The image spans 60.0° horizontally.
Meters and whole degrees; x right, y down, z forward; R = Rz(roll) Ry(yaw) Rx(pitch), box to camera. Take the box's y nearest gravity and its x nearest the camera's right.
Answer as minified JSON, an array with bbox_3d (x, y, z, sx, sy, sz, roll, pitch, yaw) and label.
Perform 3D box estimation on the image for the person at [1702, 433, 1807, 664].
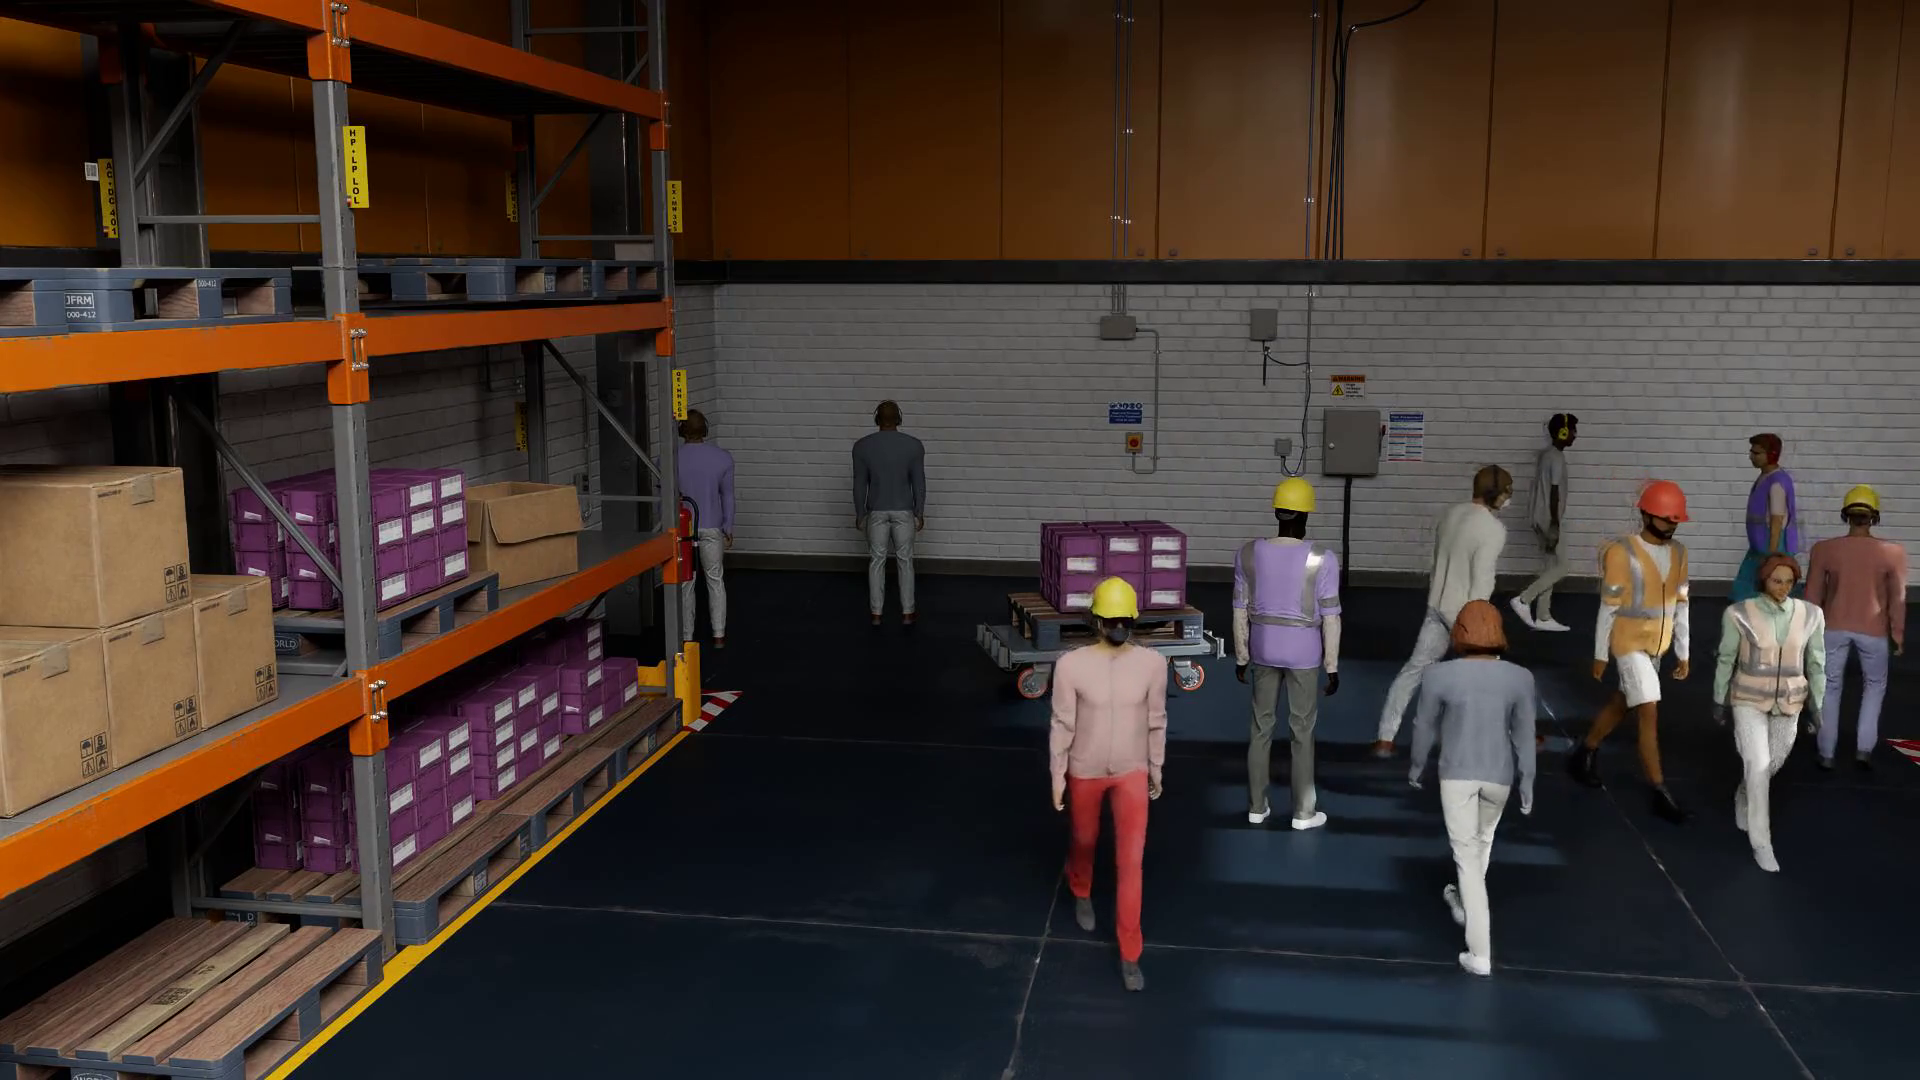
[{"bbox_3d":[6.304,0.074,12.805,0.866,1.808,0.574,3,10,16],"label":"person"}]

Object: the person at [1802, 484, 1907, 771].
[{"bbox_3d":[5.372,0.543,10.011,0.566,1.758,0.360,6,11,31],"label":"person"}]

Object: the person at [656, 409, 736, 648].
[{"bbox_3d":[-2.103,-0.077,13.285,0.629,1.940,0.372,-4,10,-21],"label":"person"}]

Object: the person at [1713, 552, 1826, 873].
[{"bbox_3d":[4.194,0.836,8.680,0.511,1.603,0.829,1,9,6],"label":"person"}]

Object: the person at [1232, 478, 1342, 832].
[{"bbox_3d":[1.772,0.620,9.019,0.594,1.926,0.366,5,10,28],"label":"person"}]

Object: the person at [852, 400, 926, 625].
[{"bbox_3d":[-0.603,-0.233,14.250,0.628,1.939,0.373,0,9,0],"label":"person"}]

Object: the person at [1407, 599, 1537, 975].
[{"bbox_3d":[2.278,1.055,7.394,0.500,1.579,0.865,-1,9,-3],"label":"person"}]

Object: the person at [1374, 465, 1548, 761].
[{"bbox_3d":[3.061,0.465,10.234,1.099,1.865,0.687,-3,10,-18],"label":"person"}]

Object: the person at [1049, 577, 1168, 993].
[{"bbox_3d":[0.647,0.998,7.327,0.533,1.725,0.924,-1,9,-4],"label":"person"}]

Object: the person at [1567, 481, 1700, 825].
[{"bbox_3d":[3.845,0.580,9.448,0.551,1.878,1.026,-4,10,-24],"label":"person"}]

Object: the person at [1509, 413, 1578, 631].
[{"bbox_3d":[4.938,-0.141,13.955,0.445,1.847,0.551,1,9,6],"label":"person"}]
